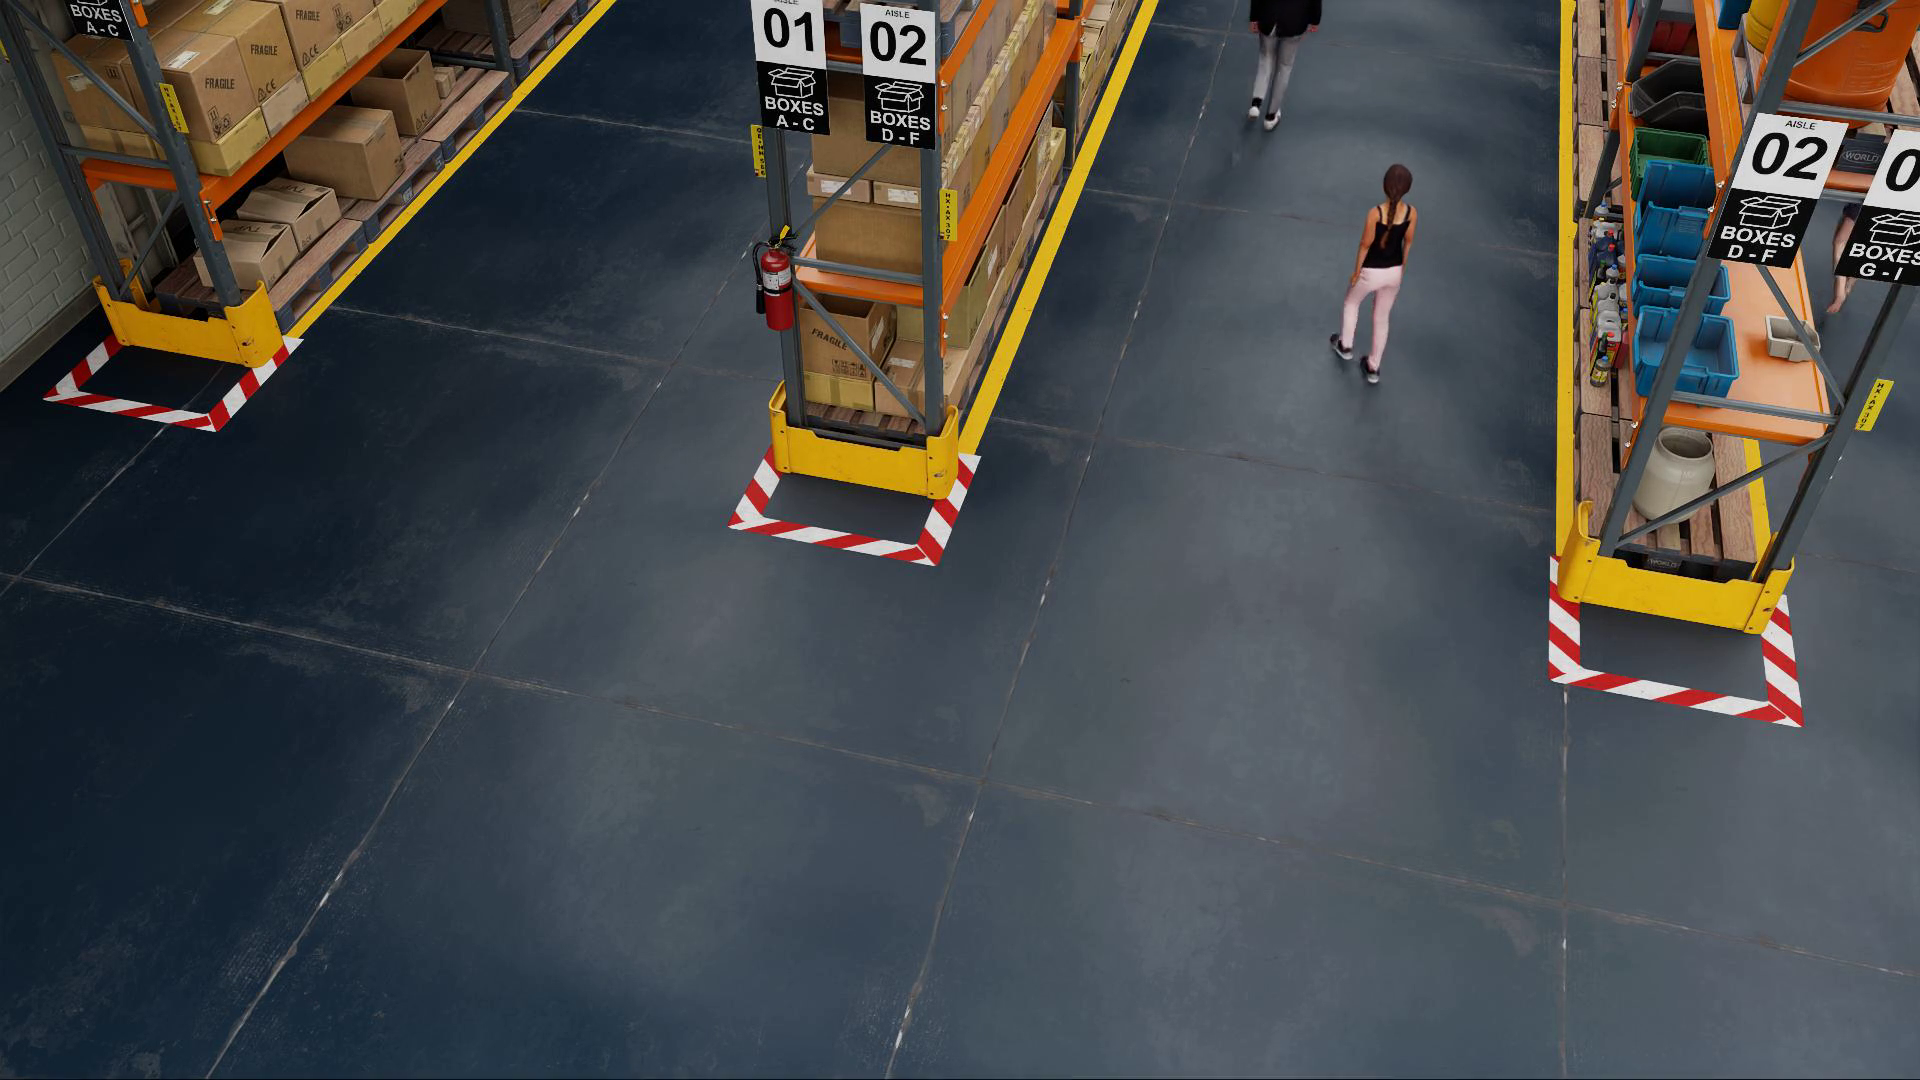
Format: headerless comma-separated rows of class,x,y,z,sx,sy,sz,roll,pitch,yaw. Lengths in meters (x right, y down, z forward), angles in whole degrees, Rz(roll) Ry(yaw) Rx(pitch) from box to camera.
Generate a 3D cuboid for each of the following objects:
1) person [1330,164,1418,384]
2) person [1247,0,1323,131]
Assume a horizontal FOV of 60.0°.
person,2.775,-1.706,10.940,0.702,1.541,0.835,-5,43,-5
person,2.566,-4.142,13.260,0.757,1.935,0.744,16,45,17
